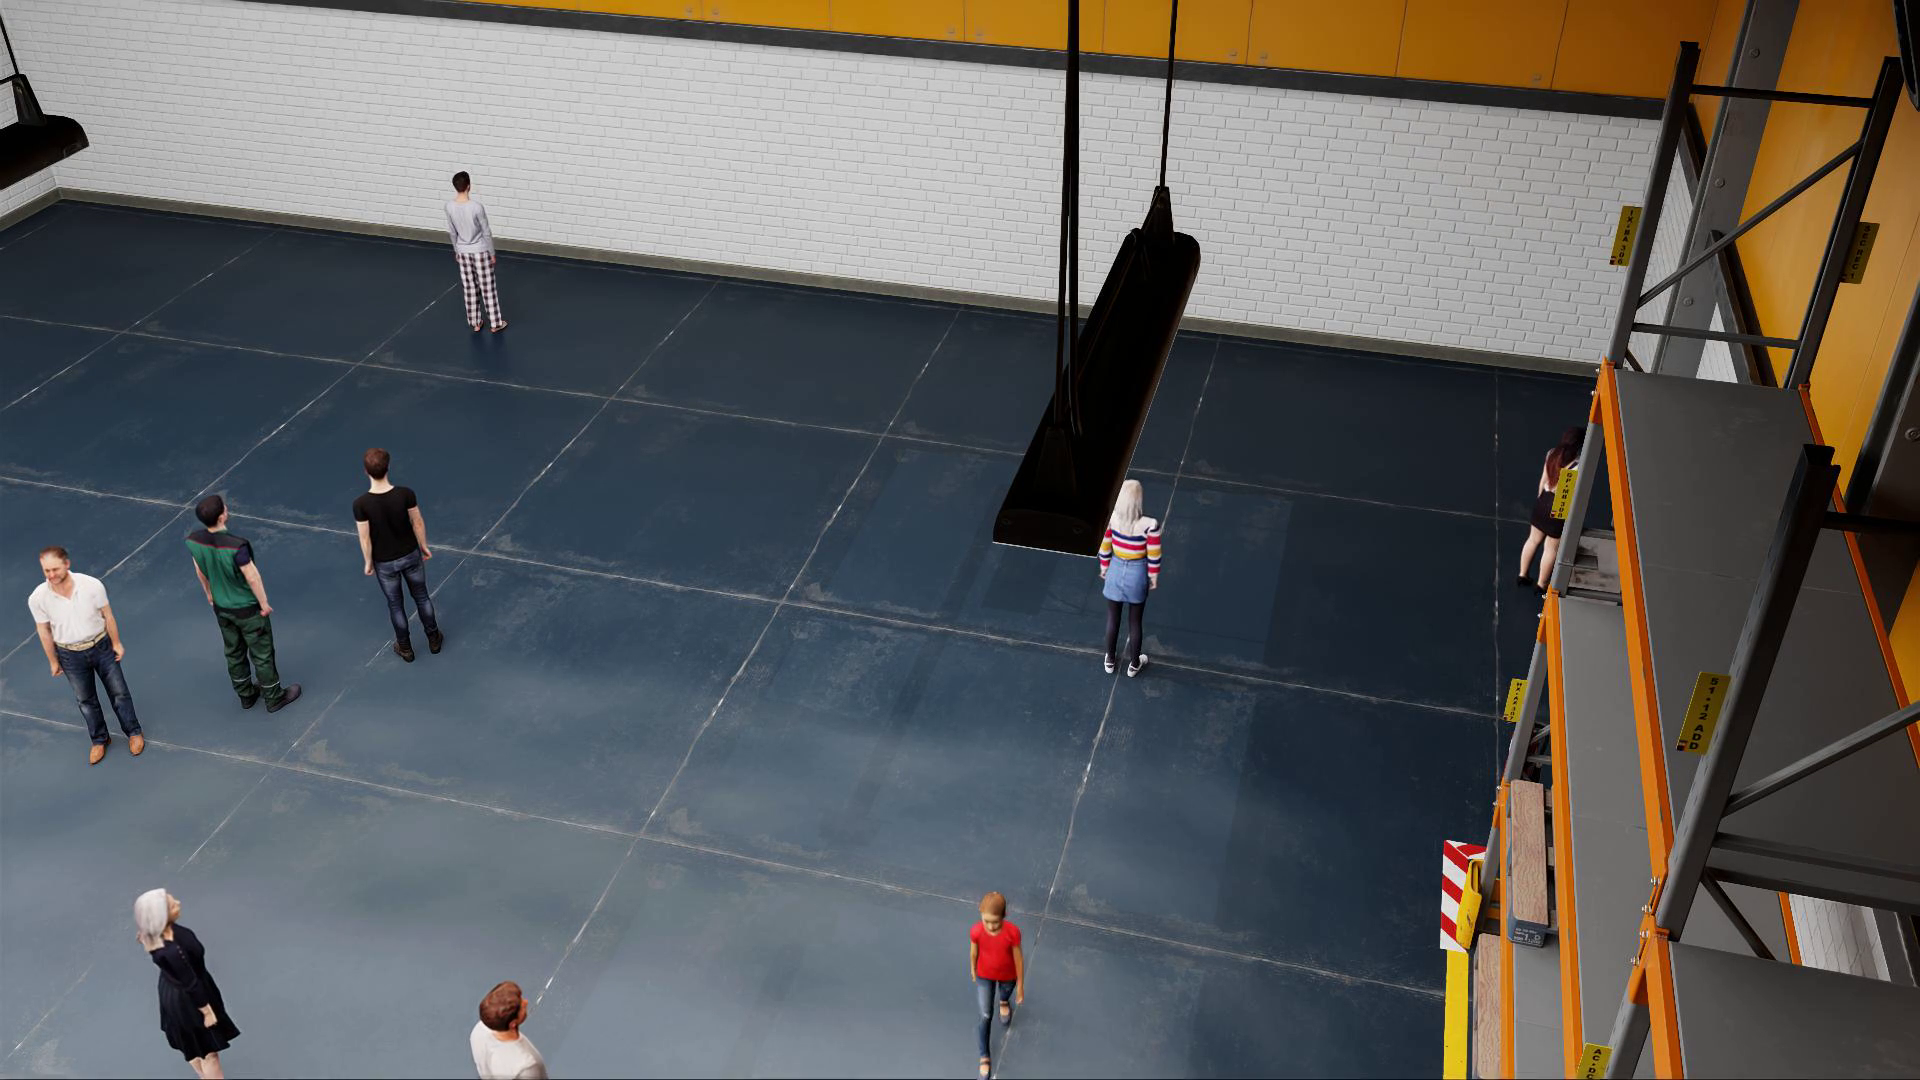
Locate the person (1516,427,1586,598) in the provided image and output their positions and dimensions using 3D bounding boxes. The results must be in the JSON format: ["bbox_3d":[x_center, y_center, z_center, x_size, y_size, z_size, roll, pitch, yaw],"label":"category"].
[{"bbox_3d":[5.040,-0.242,14.128,0.679,1.648,0.635,-22,39,-29],"label":"person"}]

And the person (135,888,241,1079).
[{"bbox_3d":[-4.458,2.674,9.652,0.697,1.747,0.719,29,43,36],"label":"person"}]

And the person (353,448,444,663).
[{"bbox_3d":[-4.522,0.127,13.349,0.749,1.895,0.802,-17,37,-24],"label":"person"}]

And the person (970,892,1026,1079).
[{"bbox_3d":[0.240,2.603,10.181,0.622,1.280,0.950,1,34,2],"label":"person"}]

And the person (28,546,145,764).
[{"bbox_3d":[-6.492,0.805,12.365,0.754,1.855,0.775,-12,35,-17],"label":"person"}]

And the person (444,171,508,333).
[{"bbox_3d":[-5.364,-3.171,18.354,0.648,1.847,0.566,4,34,6],"label":"person"}]

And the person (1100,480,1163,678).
[{"bbox_3d":[1.326,0.294,13.176,0.665,1.809,0.534,11,35,16],"label":"person"}]

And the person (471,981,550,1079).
[{"bbox_3d":[-2.341,3.079,8.902,0.746,1.902,0.730,26,41,33],"label":"person"}]

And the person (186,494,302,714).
[{"bbox_3d":[-5.564,0.485,12.808,0.677,1.899,0.548,9,35,13],"label":"person"}]
